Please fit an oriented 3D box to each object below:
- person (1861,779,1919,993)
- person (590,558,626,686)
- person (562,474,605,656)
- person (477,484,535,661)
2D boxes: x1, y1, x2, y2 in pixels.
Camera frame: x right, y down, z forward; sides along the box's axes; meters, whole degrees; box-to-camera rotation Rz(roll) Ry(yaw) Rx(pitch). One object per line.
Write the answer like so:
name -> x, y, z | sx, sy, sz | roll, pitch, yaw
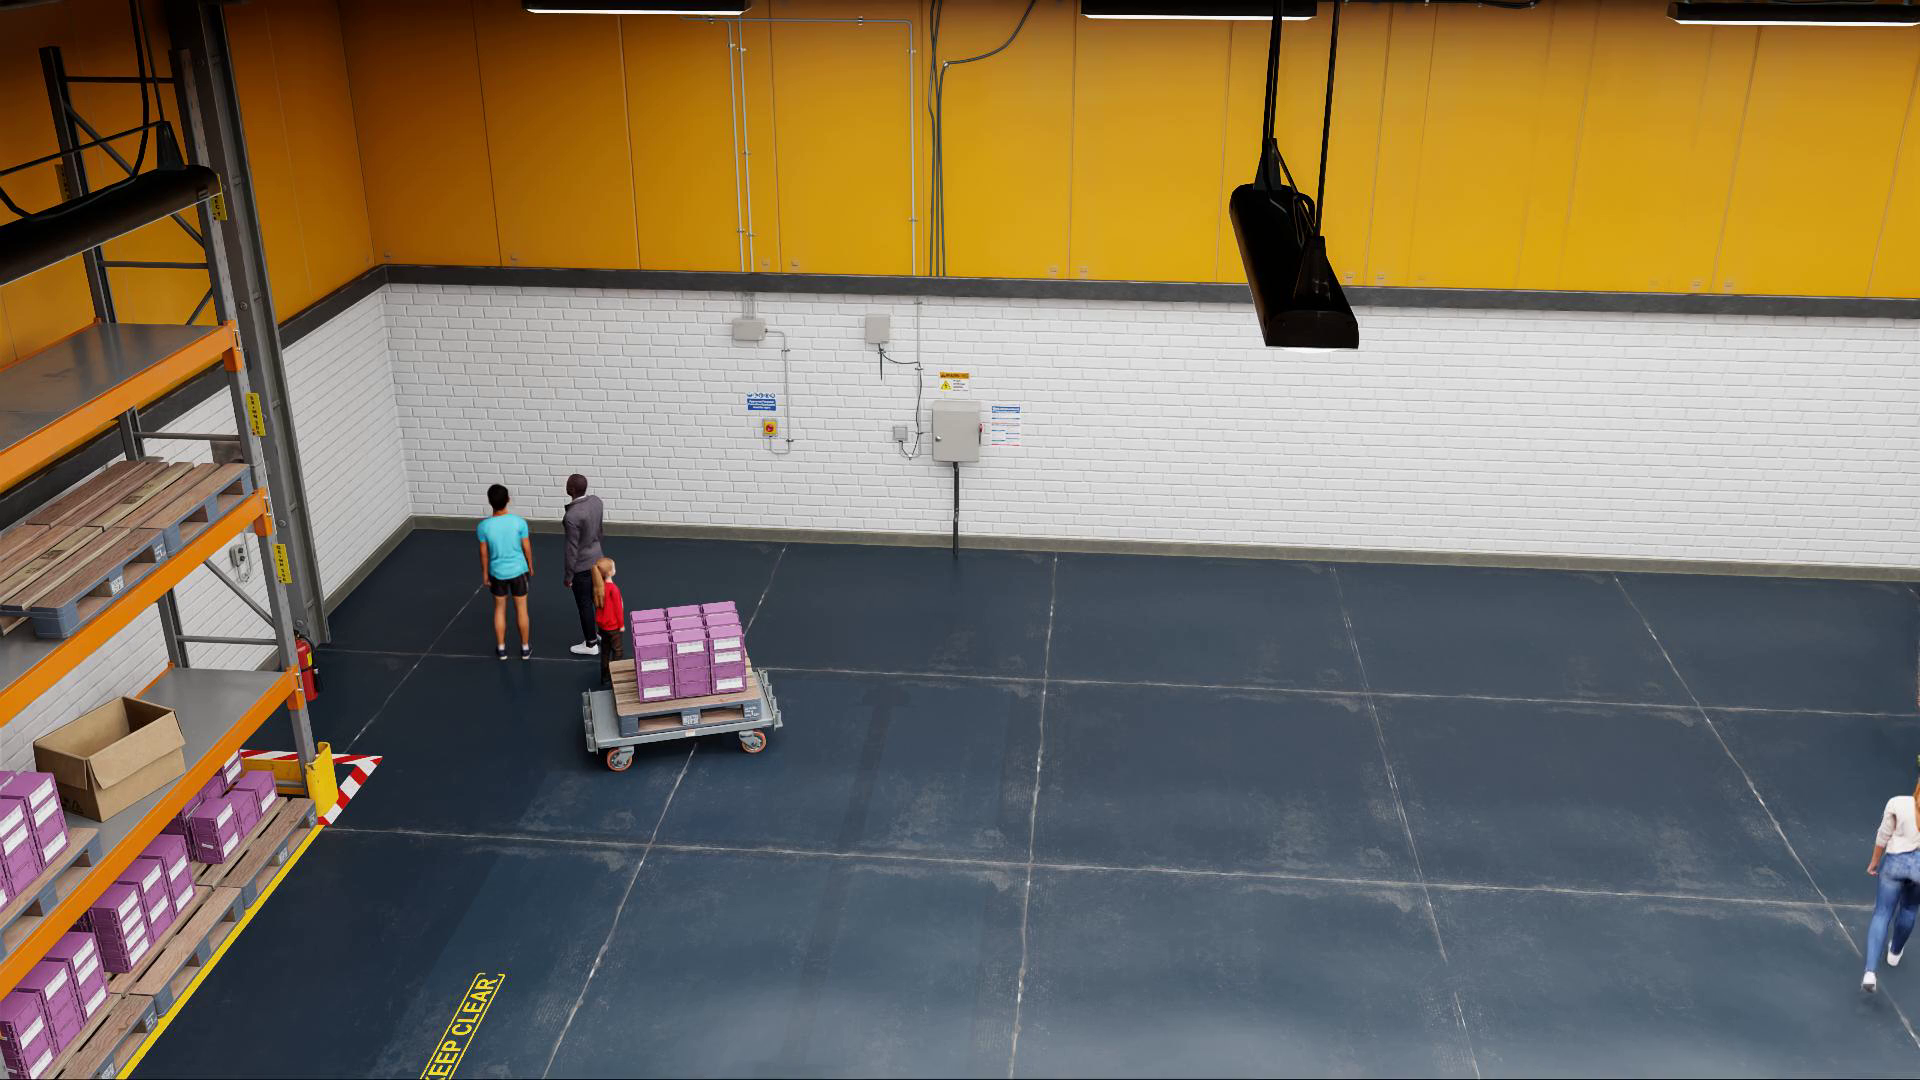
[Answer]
person -> 6.385, 2.299, 11.232 | 0.938, 1.691, 1.175 | 14, 27, 29
person -> -3.214, 0.759, 15.264 | 0.569, 1.282, 0.622 | 22, 32, 40
person -> -3.558, 0.219, 15.832 | 0.843, 1.818, 0.660 | 10, 25, 21
person -> -4.234, 0.322, 15.655 | 0.690, 1.771, 0.680 | -5, 24, -11
